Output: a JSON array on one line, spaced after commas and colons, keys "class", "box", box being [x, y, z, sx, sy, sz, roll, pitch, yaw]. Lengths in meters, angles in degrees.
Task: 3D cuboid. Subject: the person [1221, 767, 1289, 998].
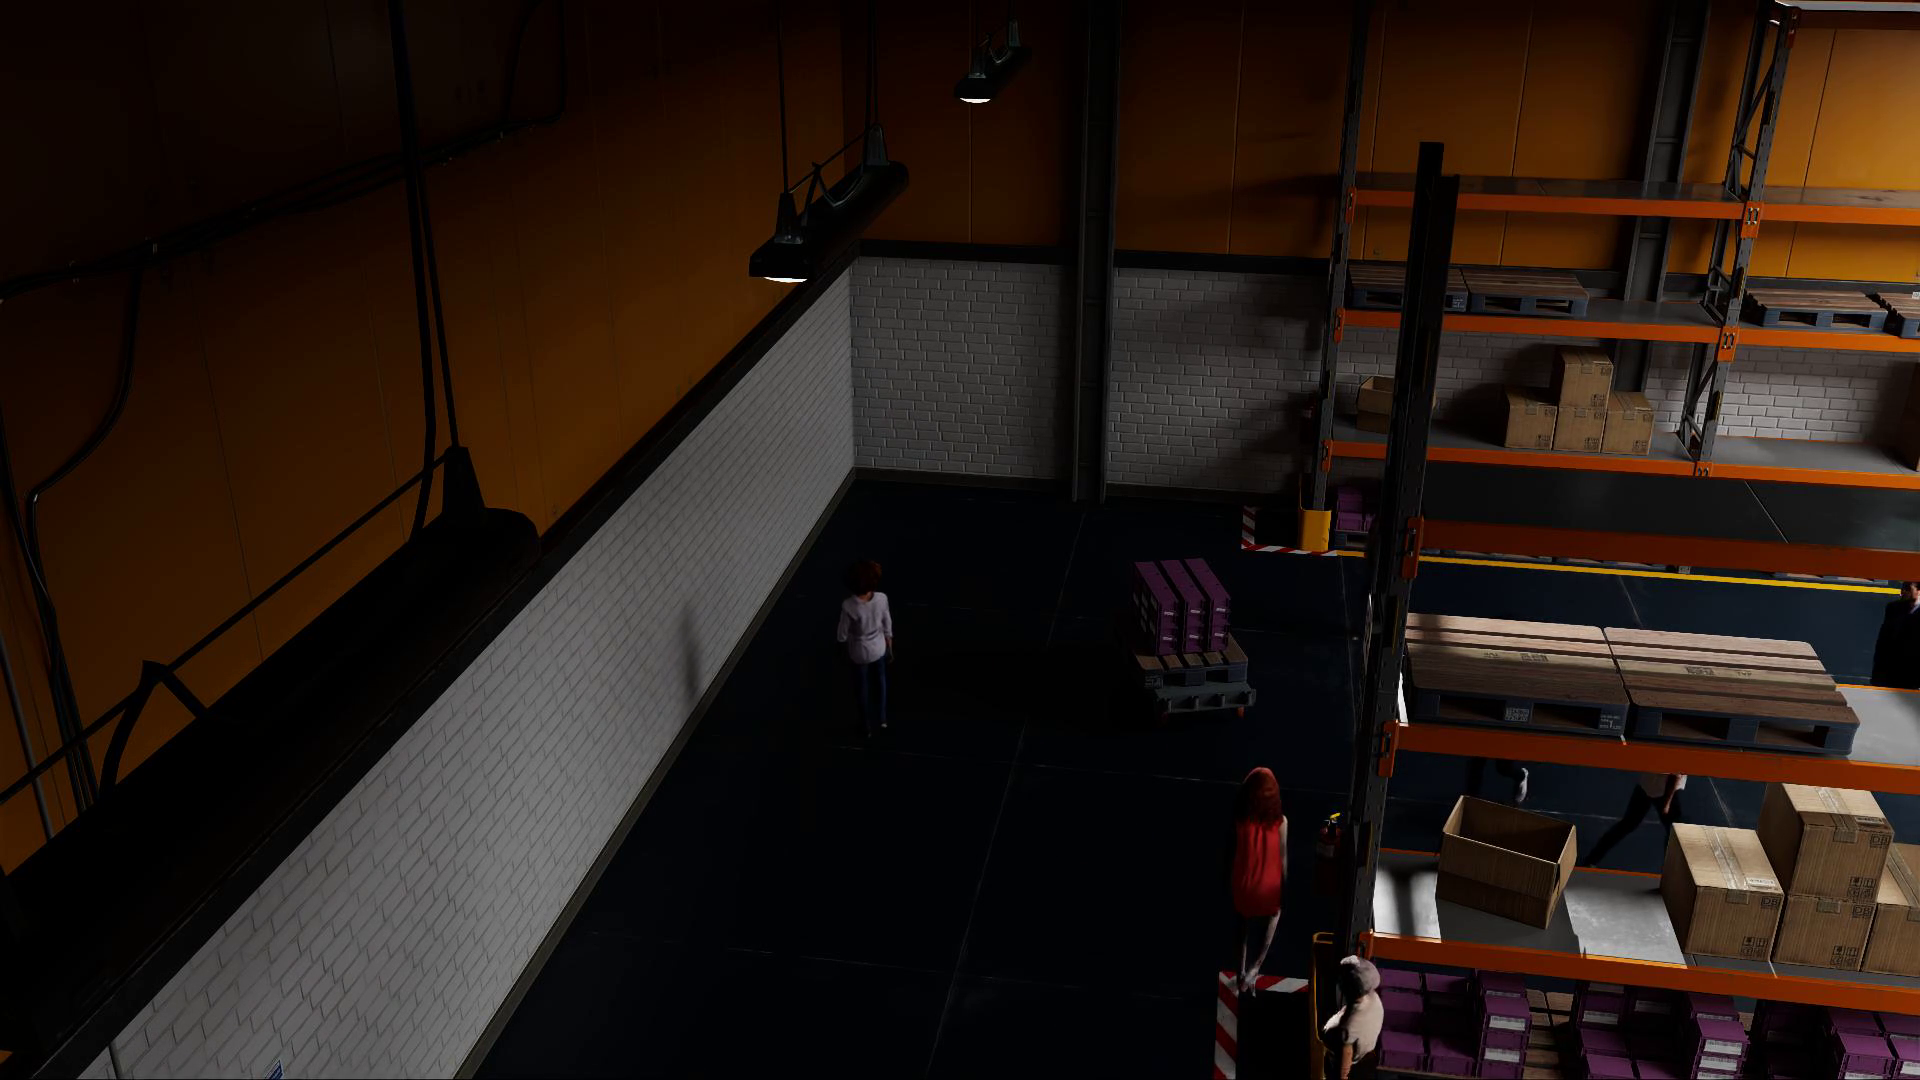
[{"class": "person", "box": [2.014, 2.424, 11.396, 0.695, 1.813, 0.717, 8, 25, 17]}]

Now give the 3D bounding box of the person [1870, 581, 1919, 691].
[{"class": "person", "box": [8.123, 1.125, 14.289, 1.143, 1.875, 1.003, -9, 25, -20]}]

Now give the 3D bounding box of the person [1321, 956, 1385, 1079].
[{"class": "person", "box": [2.340, 3.219, 9.673, 0.795, 1.736, 0.864, -21, 31, -39]}]

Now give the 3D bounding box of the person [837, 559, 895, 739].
[{"class": "person", "box": [-0.807, 0.996, 14.792, 0.697, 1.709, 0.817, -8, 25, -17]}]

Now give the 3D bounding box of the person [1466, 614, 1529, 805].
[{"class": "person", "box": [4.417, 1.450, 13.512, 1.138, 1.903, 1.155, -20, 31, -38]}]
